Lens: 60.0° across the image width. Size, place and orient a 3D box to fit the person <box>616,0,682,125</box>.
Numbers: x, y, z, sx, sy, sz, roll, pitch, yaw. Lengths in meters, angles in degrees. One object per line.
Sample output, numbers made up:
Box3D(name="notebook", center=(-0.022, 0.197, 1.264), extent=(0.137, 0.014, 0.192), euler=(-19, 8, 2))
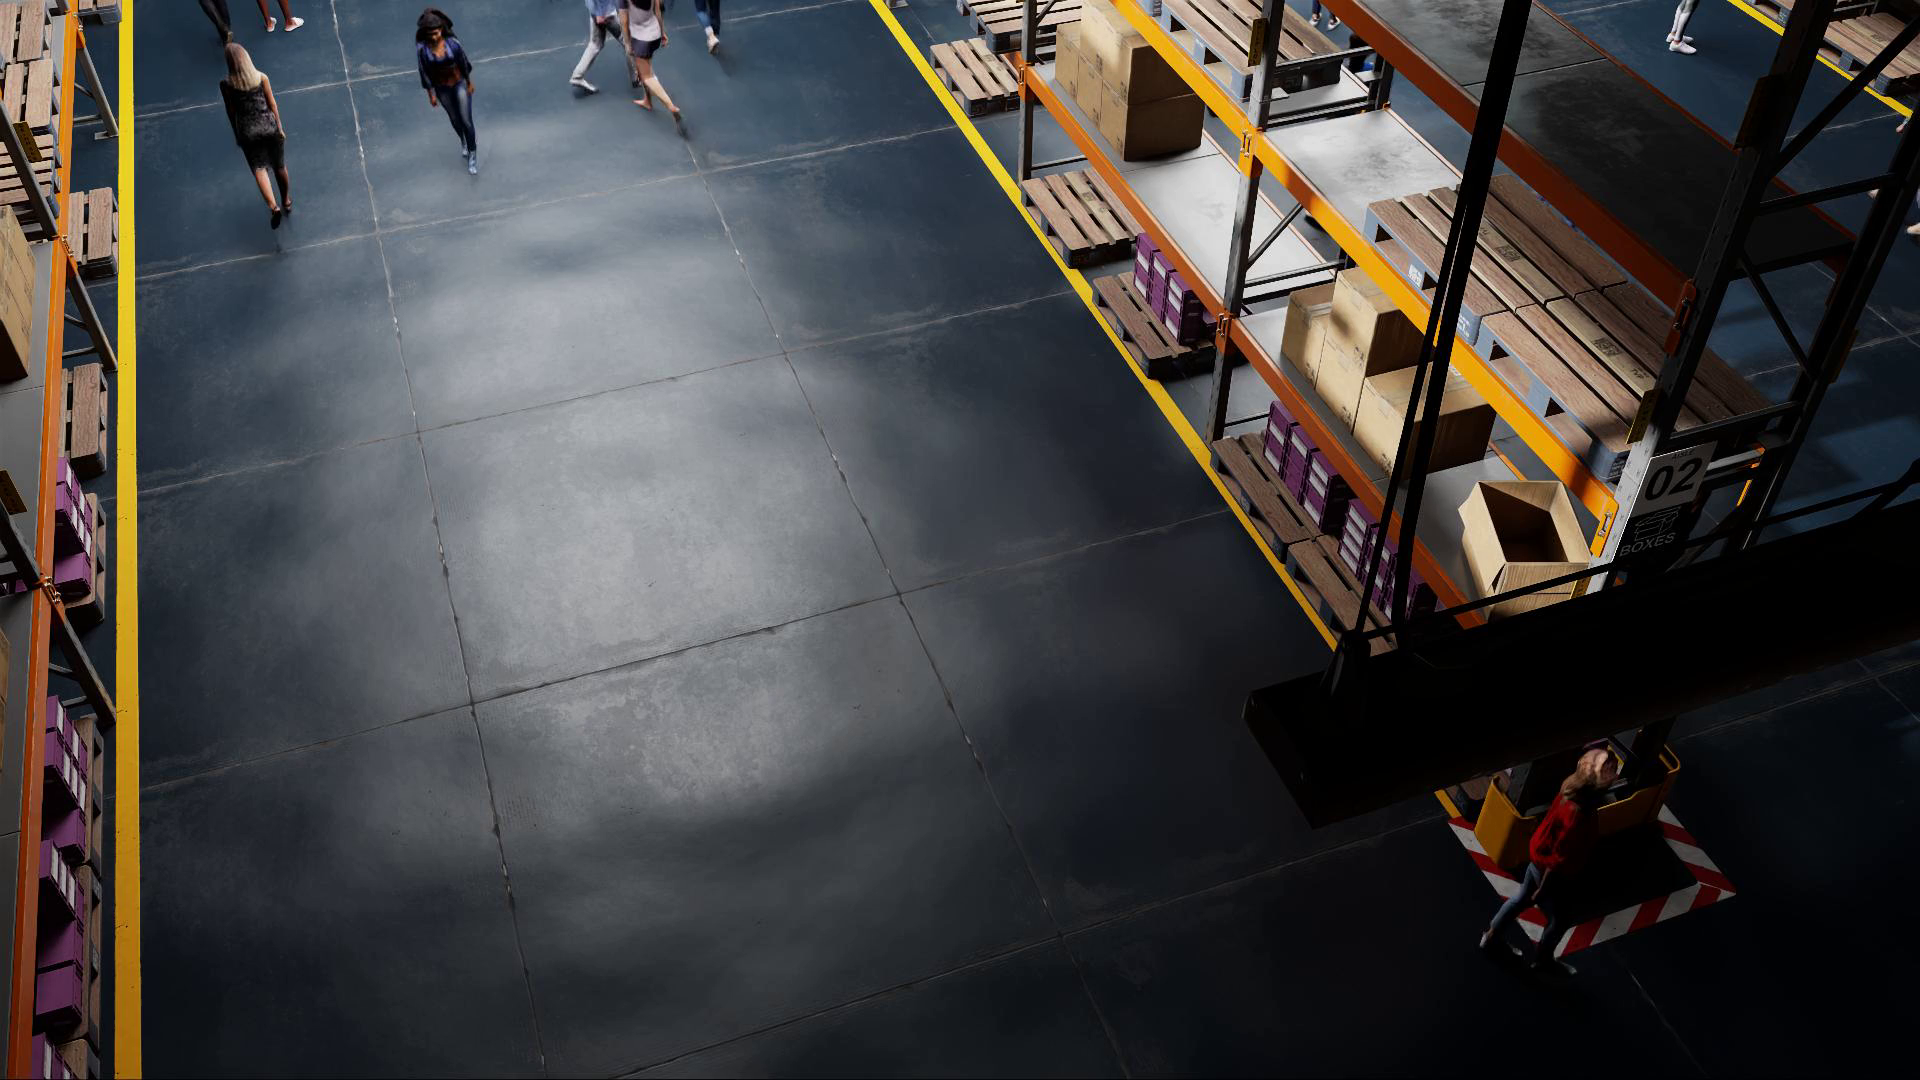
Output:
Box3D(name="person", center=(-2.994, -4.818, 16.066), extent=(1.130, 1.673, 0.949), euler=(31, 51, 28))

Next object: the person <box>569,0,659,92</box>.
Box3D(name="person", center=(-3.608, -5.279, 16.405), extent=(0.779, 1.873, 1.071), euler=(-19, 47, -19))

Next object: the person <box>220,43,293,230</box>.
Box3D(name="person", center=(-6.178, -3.537, 14.713), extent=(0.611, 1.684, 0.956), euler=(-17, 46, -17))

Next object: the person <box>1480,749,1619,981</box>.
Box3D(name="person", center=(3.173, 1.755, 9.163), extent=(0.917, 1.679, 0.868), euler=(15, 46, 16))

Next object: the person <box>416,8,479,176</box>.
Box3D(name="person", center=(-4.744, -4.243, 15.524), extent=(0.723, 1.589, 0.954), euler=(-8, 44, -8))

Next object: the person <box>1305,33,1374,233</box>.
Box3D(name="person", center=(3.404, -3.606, 14.655), extent=(0.662, 1.866, 0.586), euler=(-17, 46, -17))

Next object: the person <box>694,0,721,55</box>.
Box3D(name="person", center=(-2.581, -5.696, 17.136), extent=(0.608, 1.469, 0.677), euler=(-18, 46, -18))

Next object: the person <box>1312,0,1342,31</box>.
Box3D(name="person", center=(3.981, -6.214, 17.566), extent=(0.626, 1.627, 0.699), euler=(22, 48, 21))

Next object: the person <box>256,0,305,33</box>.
Box3D(name="person", center=(-7.383, -6.202, 17.483), extent=(0.685, 1.723, 0.665), euler=(0, 44, 1))

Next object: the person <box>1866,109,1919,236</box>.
Box3D(name="person", center=(8.578, -3.515, 14.635), extent=(0.692, 1.760, 1.173), euler=(-9, 44, -10))
